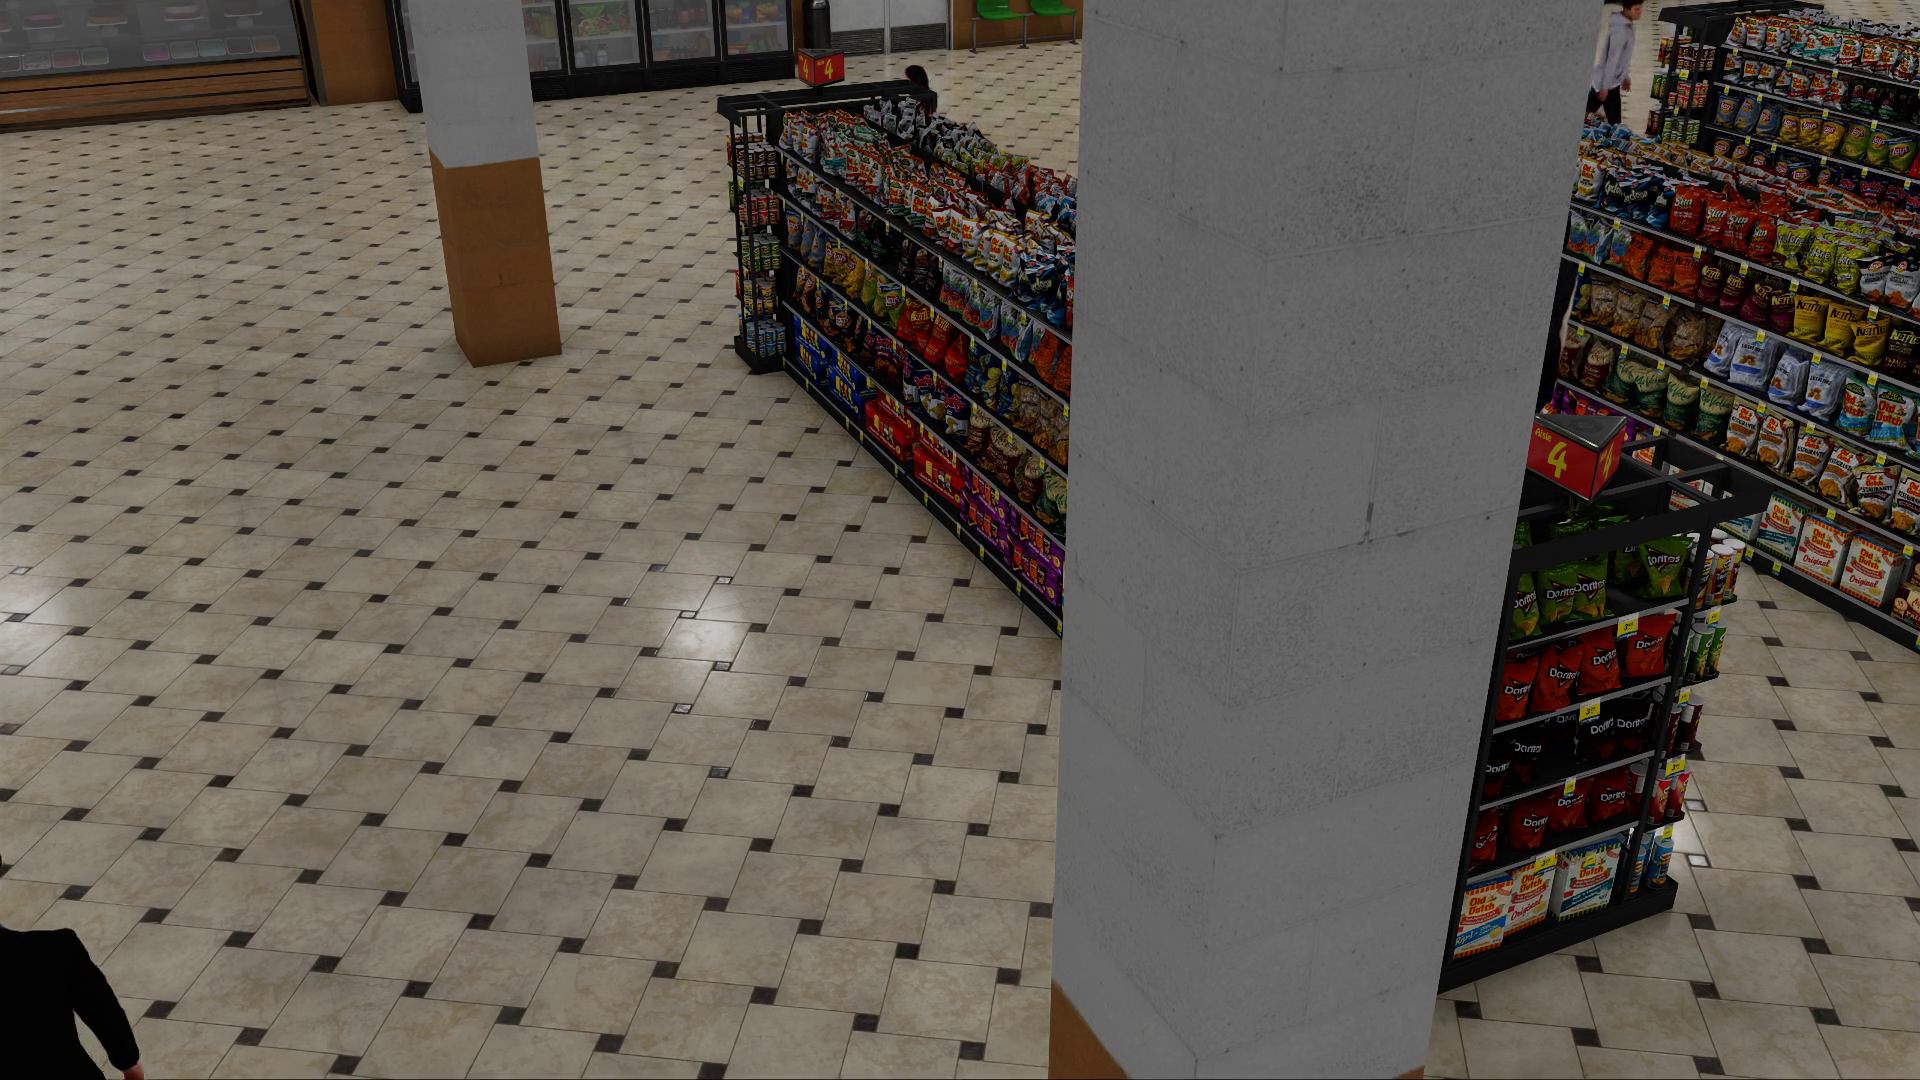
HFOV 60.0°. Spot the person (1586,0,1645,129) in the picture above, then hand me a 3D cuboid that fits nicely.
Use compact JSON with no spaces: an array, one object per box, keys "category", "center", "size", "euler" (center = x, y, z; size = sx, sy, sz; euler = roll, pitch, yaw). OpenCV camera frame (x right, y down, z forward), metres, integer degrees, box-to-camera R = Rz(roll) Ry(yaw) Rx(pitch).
[{"category":"person","center":[6.852,-4.893,17.798],"size":[1.195,1.889,1.139],"euler":[6,27,11]}]

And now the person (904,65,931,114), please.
[{"category":"person","center":[-0.381,-3.401,15.011],"size":[0.763,1.749,0.639],"euler":[1,27,1]}]
